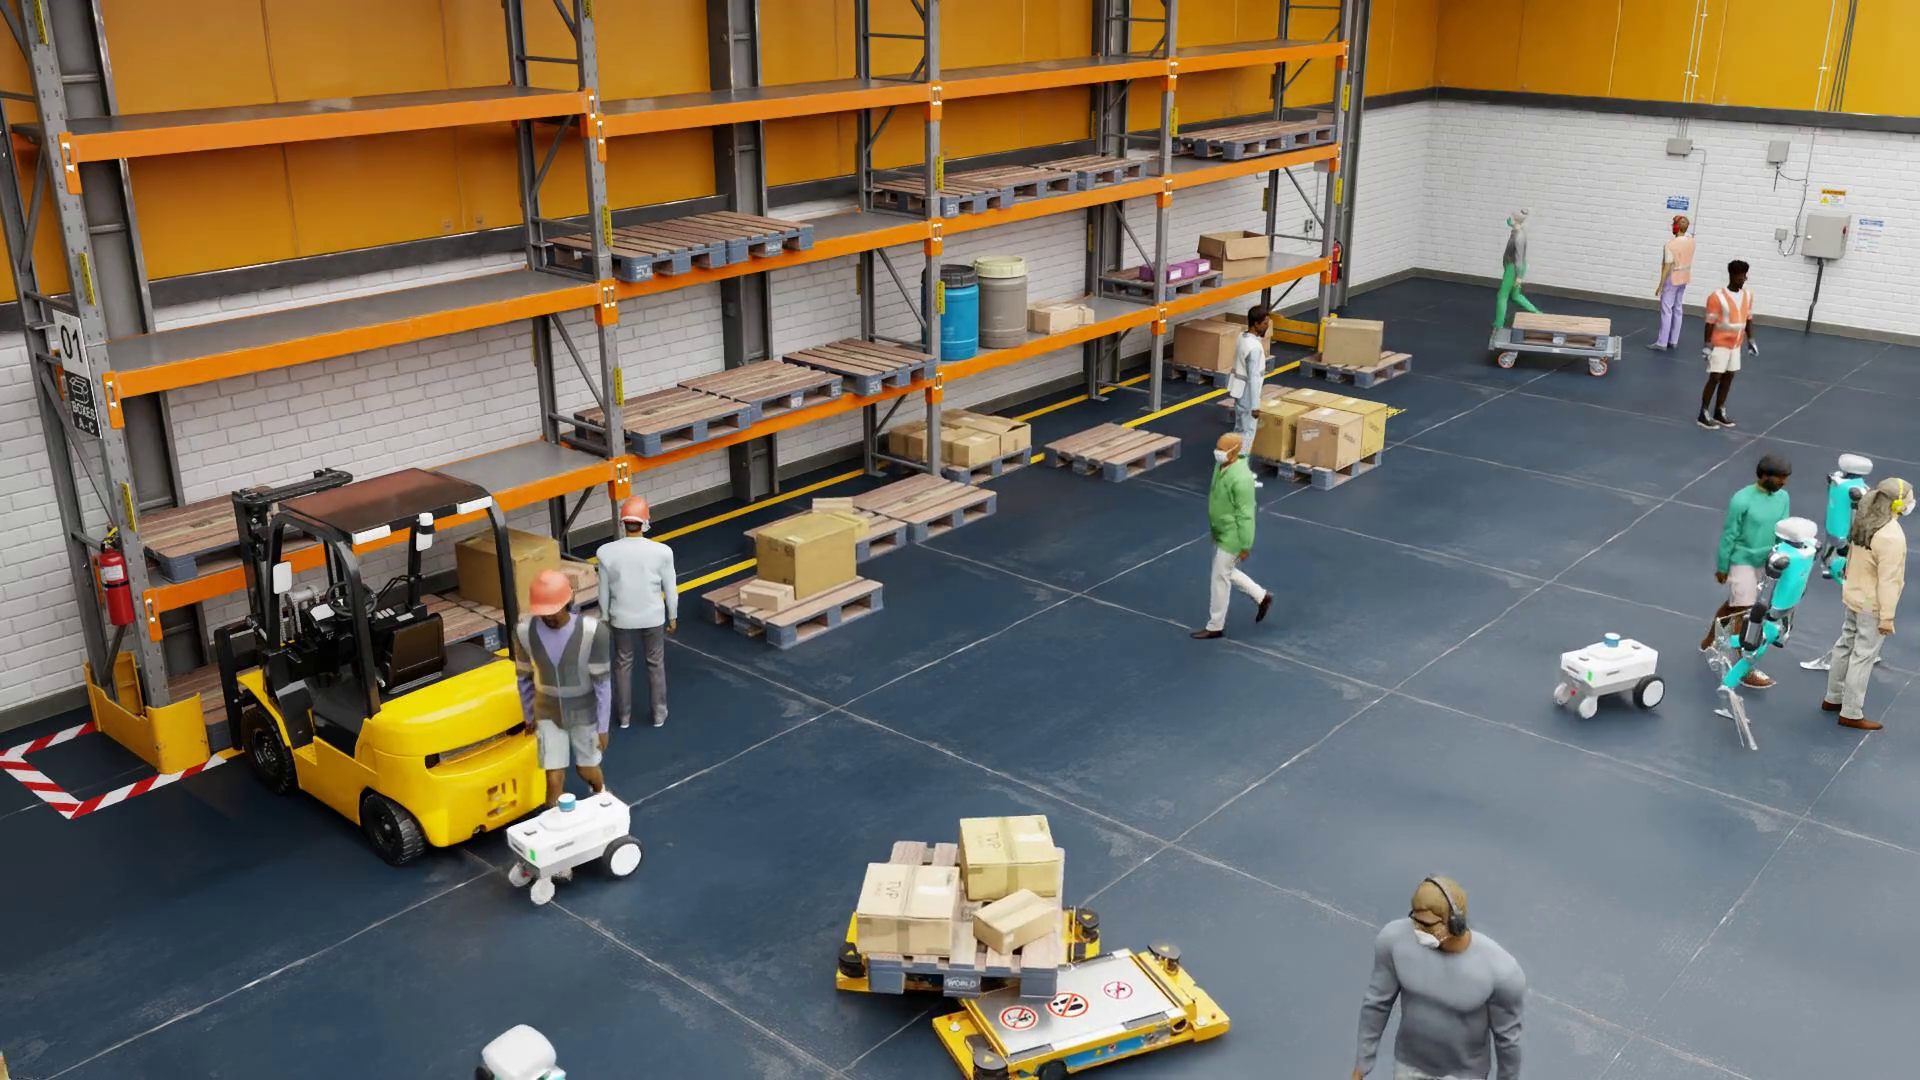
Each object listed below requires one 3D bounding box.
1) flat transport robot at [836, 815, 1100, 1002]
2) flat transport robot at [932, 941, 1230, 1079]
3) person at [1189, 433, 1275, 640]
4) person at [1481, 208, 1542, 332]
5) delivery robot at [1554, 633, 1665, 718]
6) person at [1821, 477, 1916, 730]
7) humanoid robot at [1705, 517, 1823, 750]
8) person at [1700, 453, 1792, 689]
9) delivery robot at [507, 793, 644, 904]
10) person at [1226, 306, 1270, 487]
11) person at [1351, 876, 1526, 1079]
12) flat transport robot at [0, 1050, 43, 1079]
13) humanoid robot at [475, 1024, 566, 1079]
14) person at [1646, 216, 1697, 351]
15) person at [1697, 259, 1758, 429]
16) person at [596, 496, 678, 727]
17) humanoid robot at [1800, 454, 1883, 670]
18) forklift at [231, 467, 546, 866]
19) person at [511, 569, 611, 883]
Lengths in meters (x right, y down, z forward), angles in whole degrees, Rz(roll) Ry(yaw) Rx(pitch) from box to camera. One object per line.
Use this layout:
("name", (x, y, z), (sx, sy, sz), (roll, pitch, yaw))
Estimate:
("flat transport robot", (0.063, 2.295, 9.332), (1.431, 0.231, 0.659), (2, 20, 5))
("flat transport robot", (0.636, 2.511, 8.746), (1.431, 0.231, 0.659), (-9, 22, -22))
("person", (2.253, -0.046, 13.517), (0.699, 1.760, 0.545), (-4, 21, -10))
("person", (7.976, -3.838, 23.724), (0.773, 1.811, 0.508), (8, 22, 21))
("delivery robot", (4.863, 0.993, 12.463), (0.808, 0.604, 0.499), (-9, 22, -23))
("person", (6.559, 0.447, 12.023), (0.397, 1.875, 0.568), (1, 20, 3))
("humanoid robot", (5.538, 0.631, 11.779), (0.571, 1.807, 0.809), (-14, 24, -32))
("person", (6.122, 0.205, 12.786), (0.492, 1.800, 0.937), (-8, 22, -20))
("delivery robot", (-2.373, 1.818, 10.161), (0.734, 0.560, 0.499), (-17, 26, -39))
("person", (2.974, -1.486, 17.216), (0.403, 1.910, 0.597), (-1, 20, -4))
("person", (1.985, 2.283, 7.036), (0.640, 1.886, 0.940), (16, 26, 37))
("flat transport robot", (-4.722, 2.974, 7.494), (0.659, 0.231, 1.431), (14, 24, 33))
("humanoid robot", (-1.702, 2.746, 6.132), (0.540, 1.895, 0.708), (15, 25, 34))
("person", (9.773, -3.505, 22.770), (0.564, 1.846, 0.391), (-12, 23, -30))
("person", (8.909, -2.274, 19.279), (0.622, 1.961, 0.438), (-8, 22, -21))
("person", (-2.316, 0.524, 12.010), (0.572, 1.737, 0.350), (-3, 20, -7))
("humanoid robot", (7.065, 0.245, 12.881), (0.812, 1.849, 0.536), (2, 20, 5))
("forklift", (-3.730, 0.710, 10.856), (2.313, 2.155, 1.214), (17, 26, 38))
("person", (-2.414, 1.030, 10.288), (0.605, 1.995, 0.867), (0, 20, -1))
